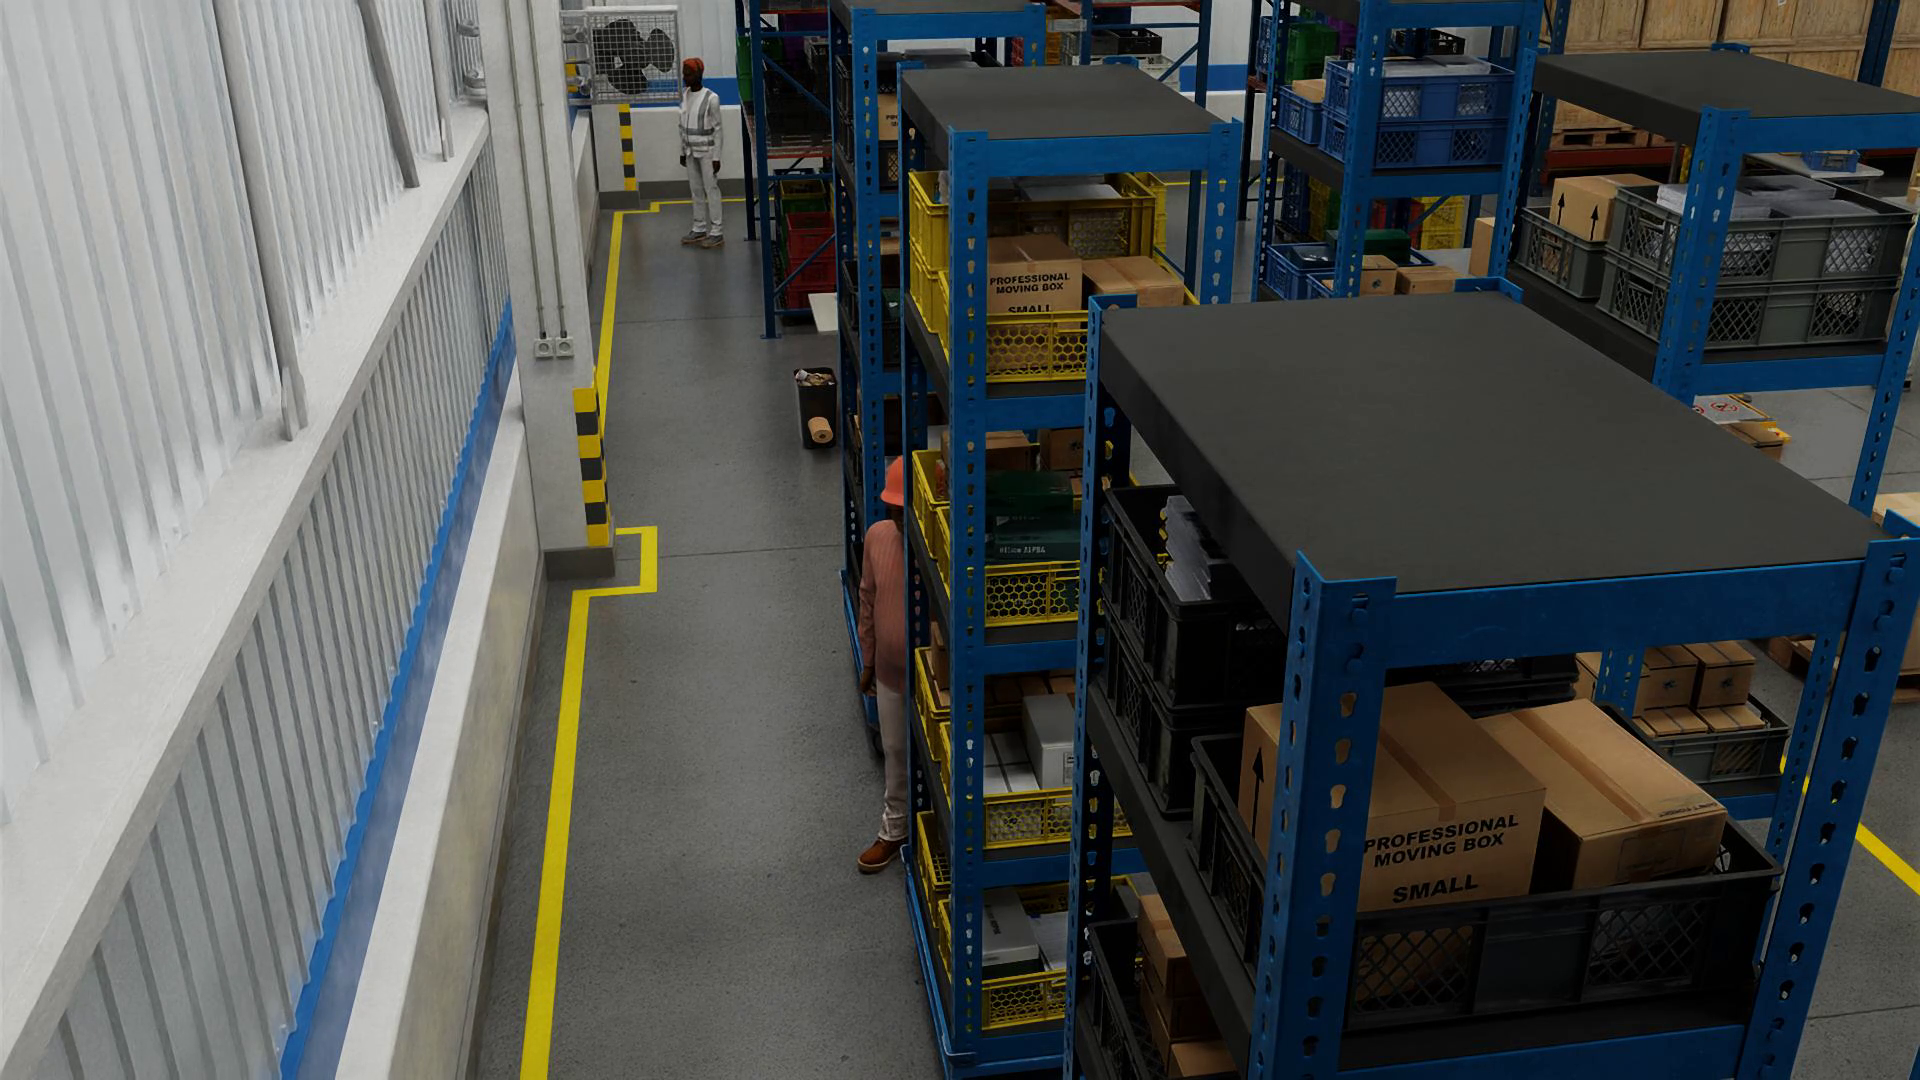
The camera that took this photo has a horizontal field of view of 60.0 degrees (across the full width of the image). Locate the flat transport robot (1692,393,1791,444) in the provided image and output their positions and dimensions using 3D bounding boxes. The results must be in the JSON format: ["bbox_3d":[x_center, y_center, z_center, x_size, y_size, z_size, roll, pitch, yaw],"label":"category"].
[{"bbox_3d":[5.224,-0.859,12.132,1.431,0.197,0.652,-4,25,-8],"label":"flat transport robot"}]

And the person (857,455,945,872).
[{"bbox_3d":[-0.178,0.560,6.998,0.613,1.997,0.374,16,29,30],"label":"person"}]

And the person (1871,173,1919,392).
[{"bbox_3d":[7.426,-2.064,12.896,0.403,1.833,0.591,10,26,20],"label":"person"}]

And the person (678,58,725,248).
[{"bbox_3d":[-2.640,-3.926,16.883,0.587,1.882,0.341,20,31,36],"label":"person"}]
